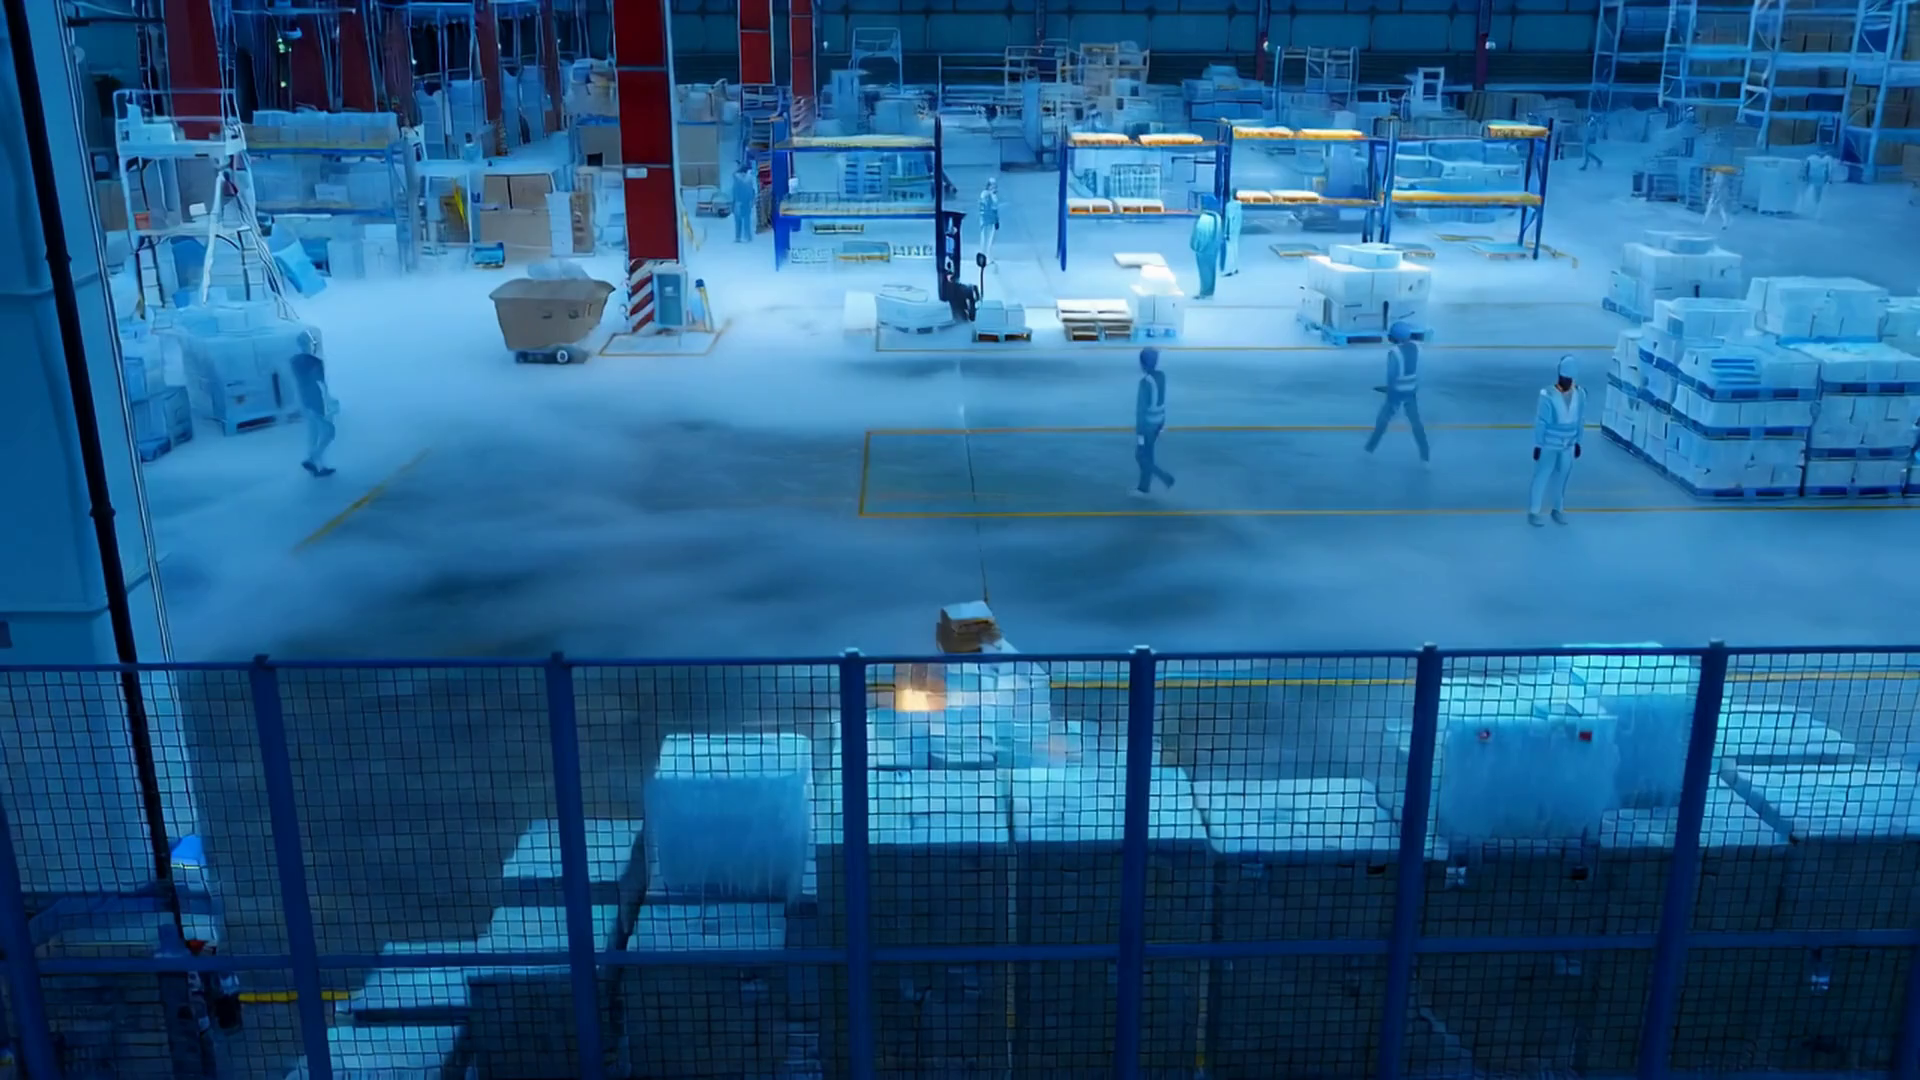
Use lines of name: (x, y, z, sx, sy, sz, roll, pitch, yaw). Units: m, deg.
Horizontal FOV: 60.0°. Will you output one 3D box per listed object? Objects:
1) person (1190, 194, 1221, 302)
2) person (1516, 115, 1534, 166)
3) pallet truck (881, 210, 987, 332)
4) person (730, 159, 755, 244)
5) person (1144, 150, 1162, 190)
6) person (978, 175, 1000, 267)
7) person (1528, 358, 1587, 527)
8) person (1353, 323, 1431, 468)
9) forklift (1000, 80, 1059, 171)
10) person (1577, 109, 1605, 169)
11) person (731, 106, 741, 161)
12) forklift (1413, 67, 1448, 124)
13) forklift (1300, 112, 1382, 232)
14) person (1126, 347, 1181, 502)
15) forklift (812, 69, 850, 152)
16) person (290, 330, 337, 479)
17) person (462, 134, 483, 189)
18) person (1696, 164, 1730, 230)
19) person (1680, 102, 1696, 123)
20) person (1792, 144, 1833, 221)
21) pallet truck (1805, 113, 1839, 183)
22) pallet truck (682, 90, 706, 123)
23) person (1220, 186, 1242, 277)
person: (4.642, -5.568, 31.684, 0.536, 2.000, 0.684, 11, 22, 30)
person: (18.562, -13.077, 54.538, 0.844, 1.662, 0.527, 17, 25, 41)
pallet truck: (-0.493, -4.759, 29.349, 1.885, 1.965, 0.823, -13, 23, -34)
person: (-5.043, -7.846, 38.597, 0.627, 1.941, 0.372, 7, 20, 21)
person: (5.305, -10.107, 45.530, 0.960, 1.790, 0.622, -2, 19, -4)
person: (0.628, -6.827, 35.592, 0.368, 1.928, 0.585, 16, 24, 39)
person: (6.668, -1.089, 18.563, 0.601, 1.939, 0.411, -4, 19, -12)
person: (5.539, -1.835, 20.982, 0.599, 1.810, 1.110, -12, 22, -32)
forklift: (2.236, -13.269, 53.236, 1.873, 2.768, 1.129, -1, 19, -1)
person: (20.449, -12.900, 53.639, 0.783, 1.916, 0.552, 12, 22, 32)
person: (-7.367, -13.779, 56.302, 0.740, 1.923, 0.604, -1, 19, -2)
forklift: (17.351, -16.088, 61.597, 1.129, 2.768, 1.873, -1, 19, -1)
forklift: (9.294, -8.962, 40.456, 1.873, 2.768, 1.129, -1, 19, -2)
person: (2.276, -1.327, 19.384, 0.663, 1.868, 0.581, 11, 22, 30)
forklift: (-4.282, -15.366, 59.455, 1.873, 2.768, 1.129, -10, 21, -28)
person: (-7.902, -1.632, 20.291, 0.548, 1.857, 0.477, 9, 20, 24)
person: (-14.138, -10.902, 48.112, 0.540, 1.652, 0.857, 4, 19, 13)
person: (18.620, -8.430, 40.864, 0.522, 1.593, 0.845, -8, 20, -22)
person: (26.319, -14.990, 60.224, 0.835, 1.665, 0.536, -17, 25, -40)
person: (21.859, -9.162, 42.560, 0.842, 1.910, 0.564, 14, 23, 36)
pallet truck: (26.403, -11.957, 50.702, 0.823, 1.965, 1.885, 6, 19, 16)
pallet truck: (-9.671, -15.907, 62.421, 0.823, 1.965, 1.885, 5, 19, 15)
person: (5.616, -6.366, 34.325, 0.329, 1.865, 0.508, 11, 21, 29)
